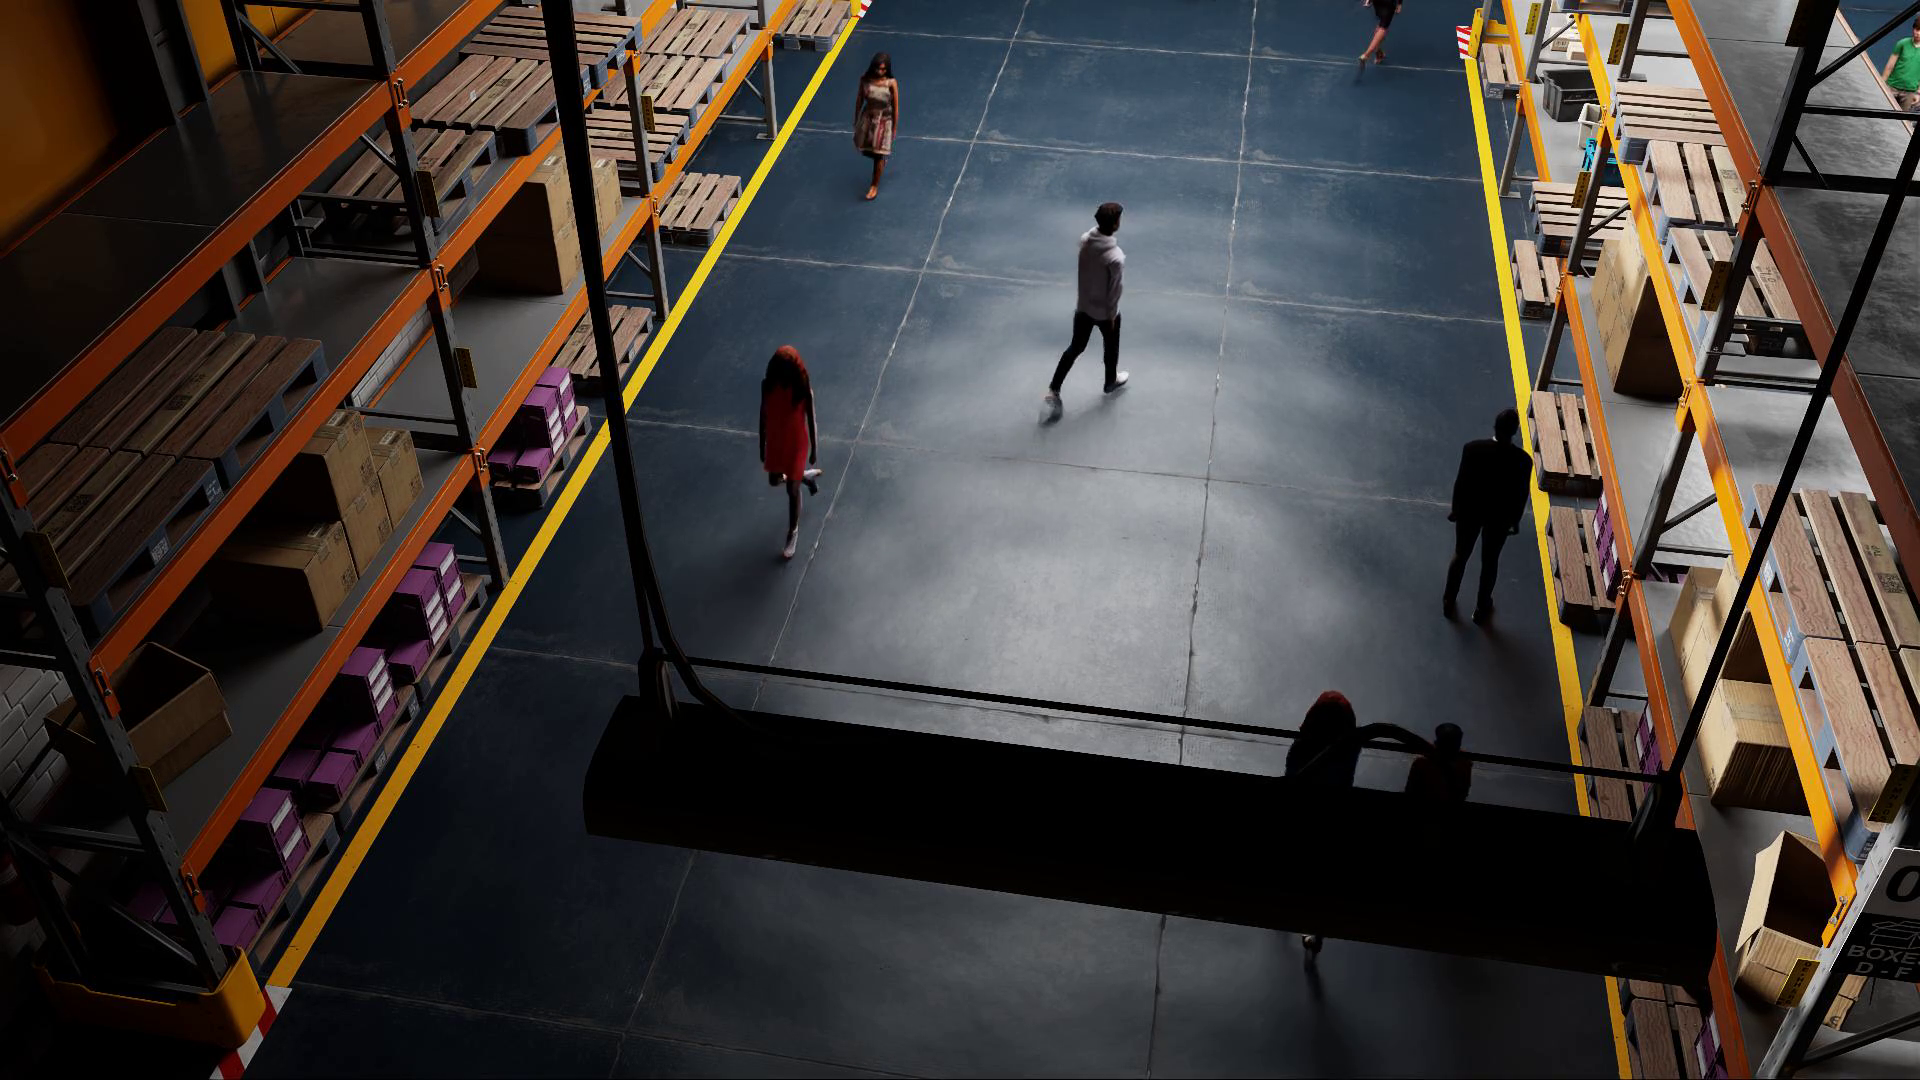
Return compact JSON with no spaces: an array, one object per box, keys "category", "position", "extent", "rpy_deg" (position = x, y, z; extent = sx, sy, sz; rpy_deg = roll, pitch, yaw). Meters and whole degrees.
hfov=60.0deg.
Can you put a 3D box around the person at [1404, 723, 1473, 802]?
[{"category":"person","position":[2.915,1.568,10.249],"extent":[0.625,1.234,0.927],"rpy_deg":[-1,39,-1]}]

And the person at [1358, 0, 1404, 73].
[{"category":"person","position":[5.034,-6.423,19.889],"extent":[0.948,1.691,1.185],"rpy_deg":[25,45,28]}]

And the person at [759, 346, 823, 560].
[{"category":"person","position":[-1.280,-0.747,12.691],"extent":[0.708,1.805,1.016],"rpy_deg":[13,40,15]}]

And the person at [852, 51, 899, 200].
[{"category":"person","position":[-0.822,-4.384,17.398],"extent":[0.751,1.614,0.848],"rpy_deg":[18,42,21]}]

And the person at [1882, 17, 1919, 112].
[{"category":"person","position":[10.177,-4.884,17.993],"extent":[0.651,1.651,0.624],"rpy_deg":[18,42,21]}]

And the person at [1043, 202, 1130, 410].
[{"category":"person","position":[1.086,-1.950,14.128],"extent":[1.107,1.891,1.312],"rpy_deg":[31,48,32]}]

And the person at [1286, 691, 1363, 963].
[{"category":"person","position":[2.089,1.692,9.672],"extent":[0.842,1.761,1.236],"rpy_deg":[-4,39,-5]}]

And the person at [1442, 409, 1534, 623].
[{"category":"person","position":[3.787,-0.180,11.985],"extent":[0.708,1.799,0.633],"rpy_deg":[15,41,18]}]
